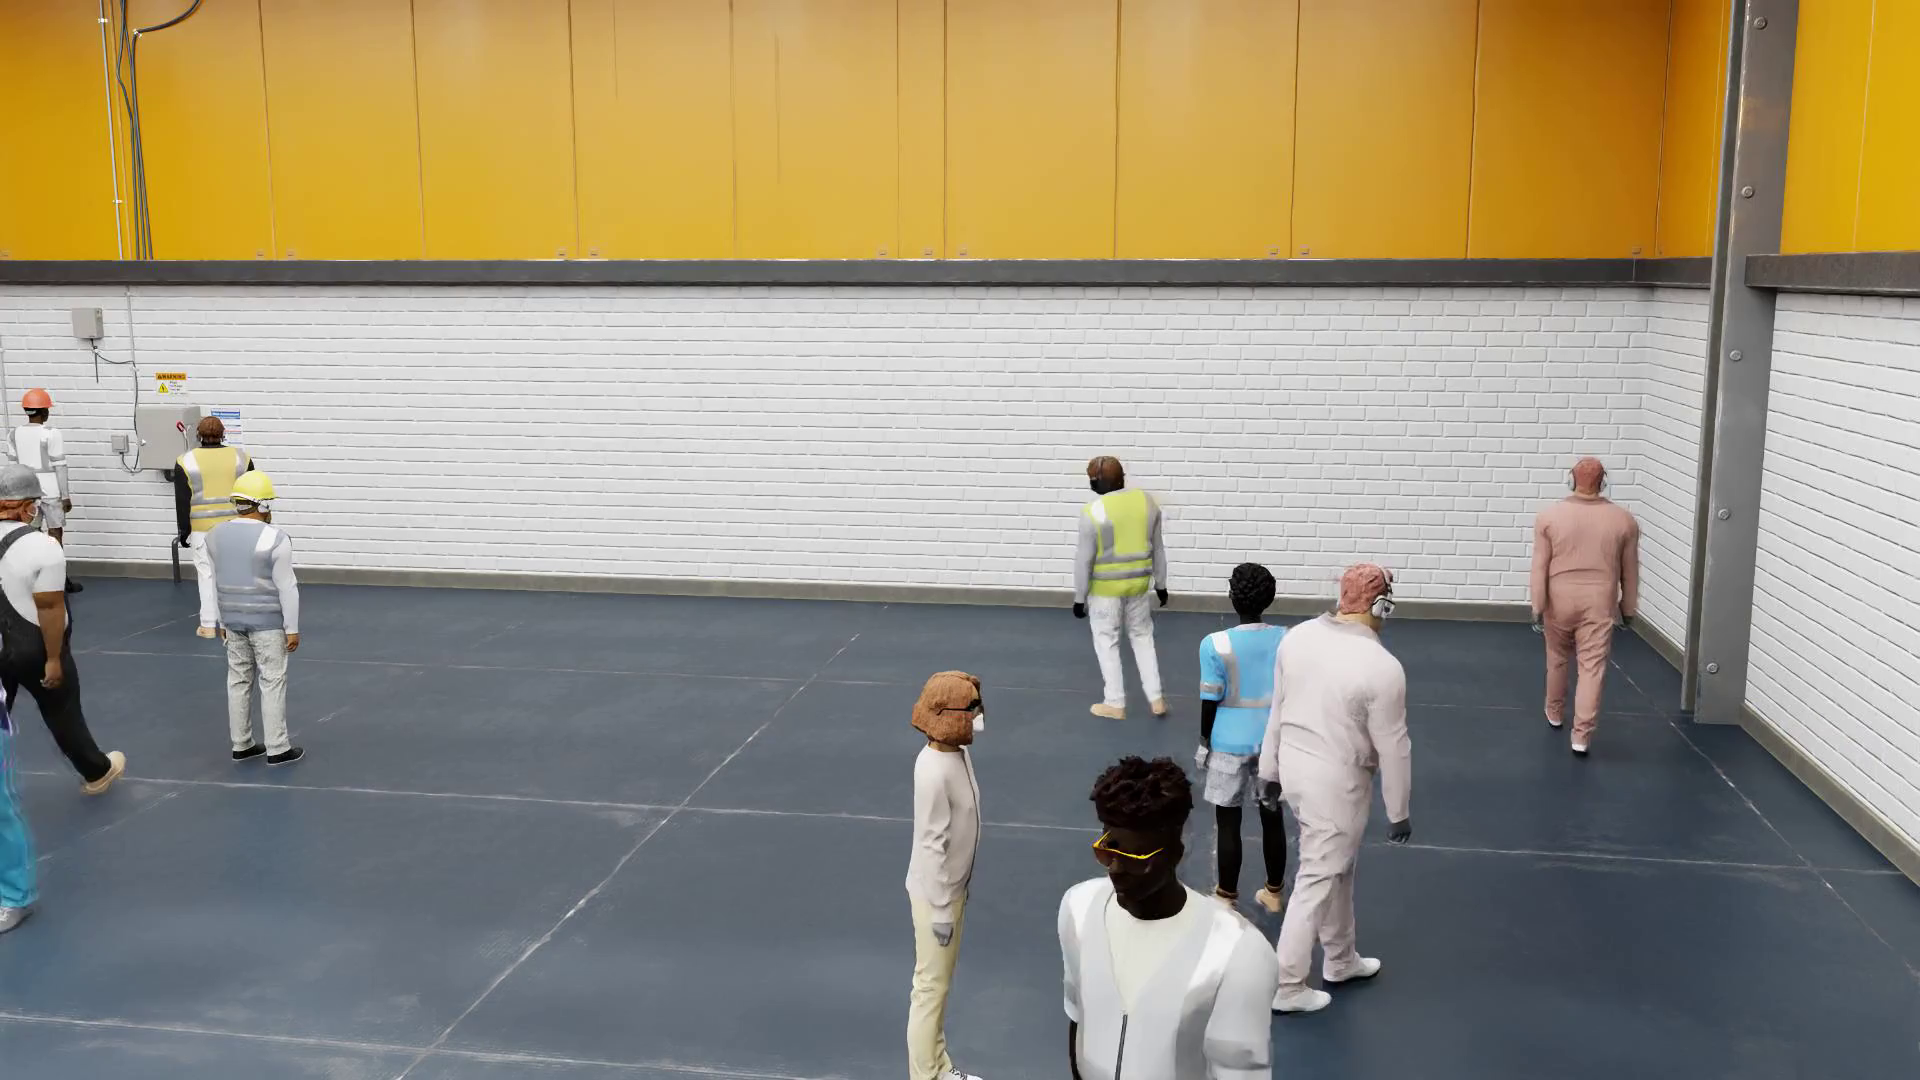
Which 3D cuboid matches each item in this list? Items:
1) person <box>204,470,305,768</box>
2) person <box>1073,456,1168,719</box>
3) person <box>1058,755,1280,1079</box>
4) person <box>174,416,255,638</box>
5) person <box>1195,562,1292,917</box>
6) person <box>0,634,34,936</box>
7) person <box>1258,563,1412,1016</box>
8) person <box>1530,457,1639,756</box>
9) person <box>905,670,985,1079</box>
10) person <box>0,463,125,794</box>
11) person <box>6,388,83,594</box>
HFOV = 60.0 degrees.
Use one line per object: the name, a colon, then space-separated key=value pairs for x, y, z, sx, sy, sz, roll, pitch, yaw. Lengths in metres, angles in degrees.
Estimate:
person: x=-4.298 y=0.485 z=10.194 sx=0.586 sy=1.824 sz=0.404 roll=2 pitch=9 yaw=14
person: x=1.085 y=0.332 z=11.230 sx=0.744 sy=1.794 sz=0.439 roll=-4 pitch=10 yaw=-25
person: x=0.400 y=1.455 z=3.835 sx=0.623 sy=1.924 sz=0.904 roll=7 pitch=11 yaw=36
person: x=-6.156 y=-0.111 z=13.793 sx=0.630 sy=1.843 sz=0.429 roll=-7 pitch=11 yaw=-36
person: x=1.338 y=0.943 z=7.733 sx=0.535 sy=1.700 sz=0.318 roll=-3 pitch=10 yaw=-18
person: x=-4.480 y=0.959 z=7.294 sx=0.589 sy=1.795 sz=0.946 roll=1 pitch=9 yaw=8
person: x=1.590 y=1.014 z=6.792 sx=0.801 sy=1.858 sz=0.666 roll=-5 pitch=10 yaw=-26
person: x=3.982 y=0.395 z=10.643 sx=0.661 sy=1.847 sz=1.014 roll=3 pitch=10 yaw=16
person: x=-0.044 y=1.263 z=5.954 sx=0.285 sy=1.634 sz=0.499 roll=2 pitch=9 yaw=9
person: x=-5.189 y=0.531 z=9.224 sx=0.700 sy=2.000 sz=1.068 roll=1 pitch=9 yaw=7
person: x=-8.576 y=-0.446 z=15.559 sx=0.545 sy=1.939 sz=0.373 roll=1 pitch=9 yaw=8
